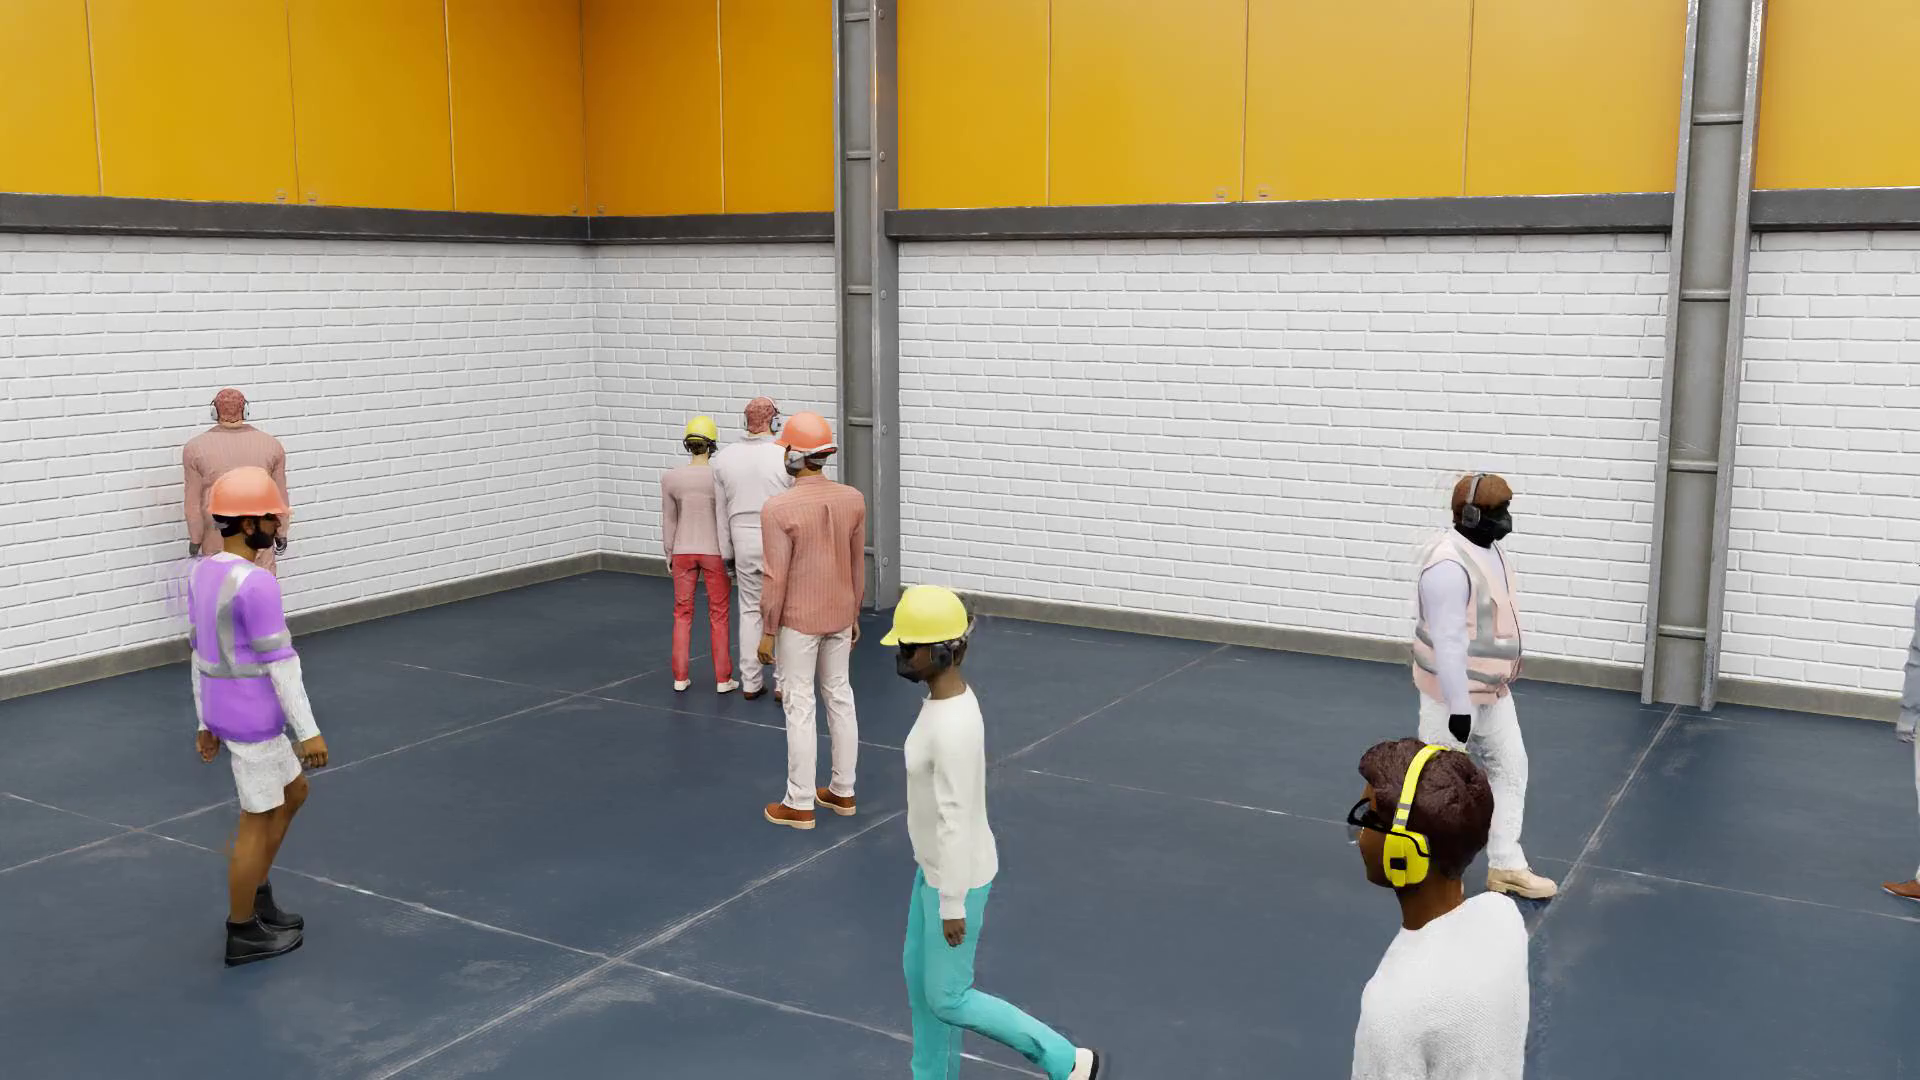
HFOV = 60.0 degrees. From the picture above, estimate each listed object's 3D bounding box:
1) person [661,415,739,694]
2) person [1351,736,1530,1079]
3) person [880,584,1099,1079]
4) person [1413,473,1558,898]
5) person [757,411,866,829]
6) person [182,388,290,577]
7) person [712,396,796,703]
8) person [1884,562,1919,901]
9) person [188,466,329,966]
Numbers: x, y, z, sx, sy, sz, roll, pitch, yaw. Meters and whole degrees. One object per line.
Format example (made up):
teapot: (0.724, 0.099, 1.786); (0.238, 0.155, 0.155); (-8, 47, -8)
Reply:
person: (-1.626, 0.094, 10.529); (0.522, 1.758, 0.349); (2, 9, 10)
person: (0.857, 1.257, 2.946); (0.608, 1.858, 0.528); (8, 12, 42)
person: (0.044, 0.987, 4.998); (0.647, 1.746, 0.530); (-1, 9, -4)
person: (2.207, 0.635, 6.931); (0.767, 1.816, 0.660); (7, 11, 36)
person: (-0.712, 0.380, 7.981); (0.618, 1.997, 0.373); (-9, 13, -44)
person: (-4.777, -0.054, 11.007); (0.641, 1.903, 0.402); (-6, 11, -34)
person: (-1.190, 0.067, 10.244); (0.668, 1.906, 0.401); (4, 10, 23)
person: (4.163, 0.721, 7.016); (0.501, 1.624, 0.286); (-5, 10, -27)
person: (-2.667, 0.676, 6.380); (0.505, 1.919, 0.554); (-7, 12, -39)
